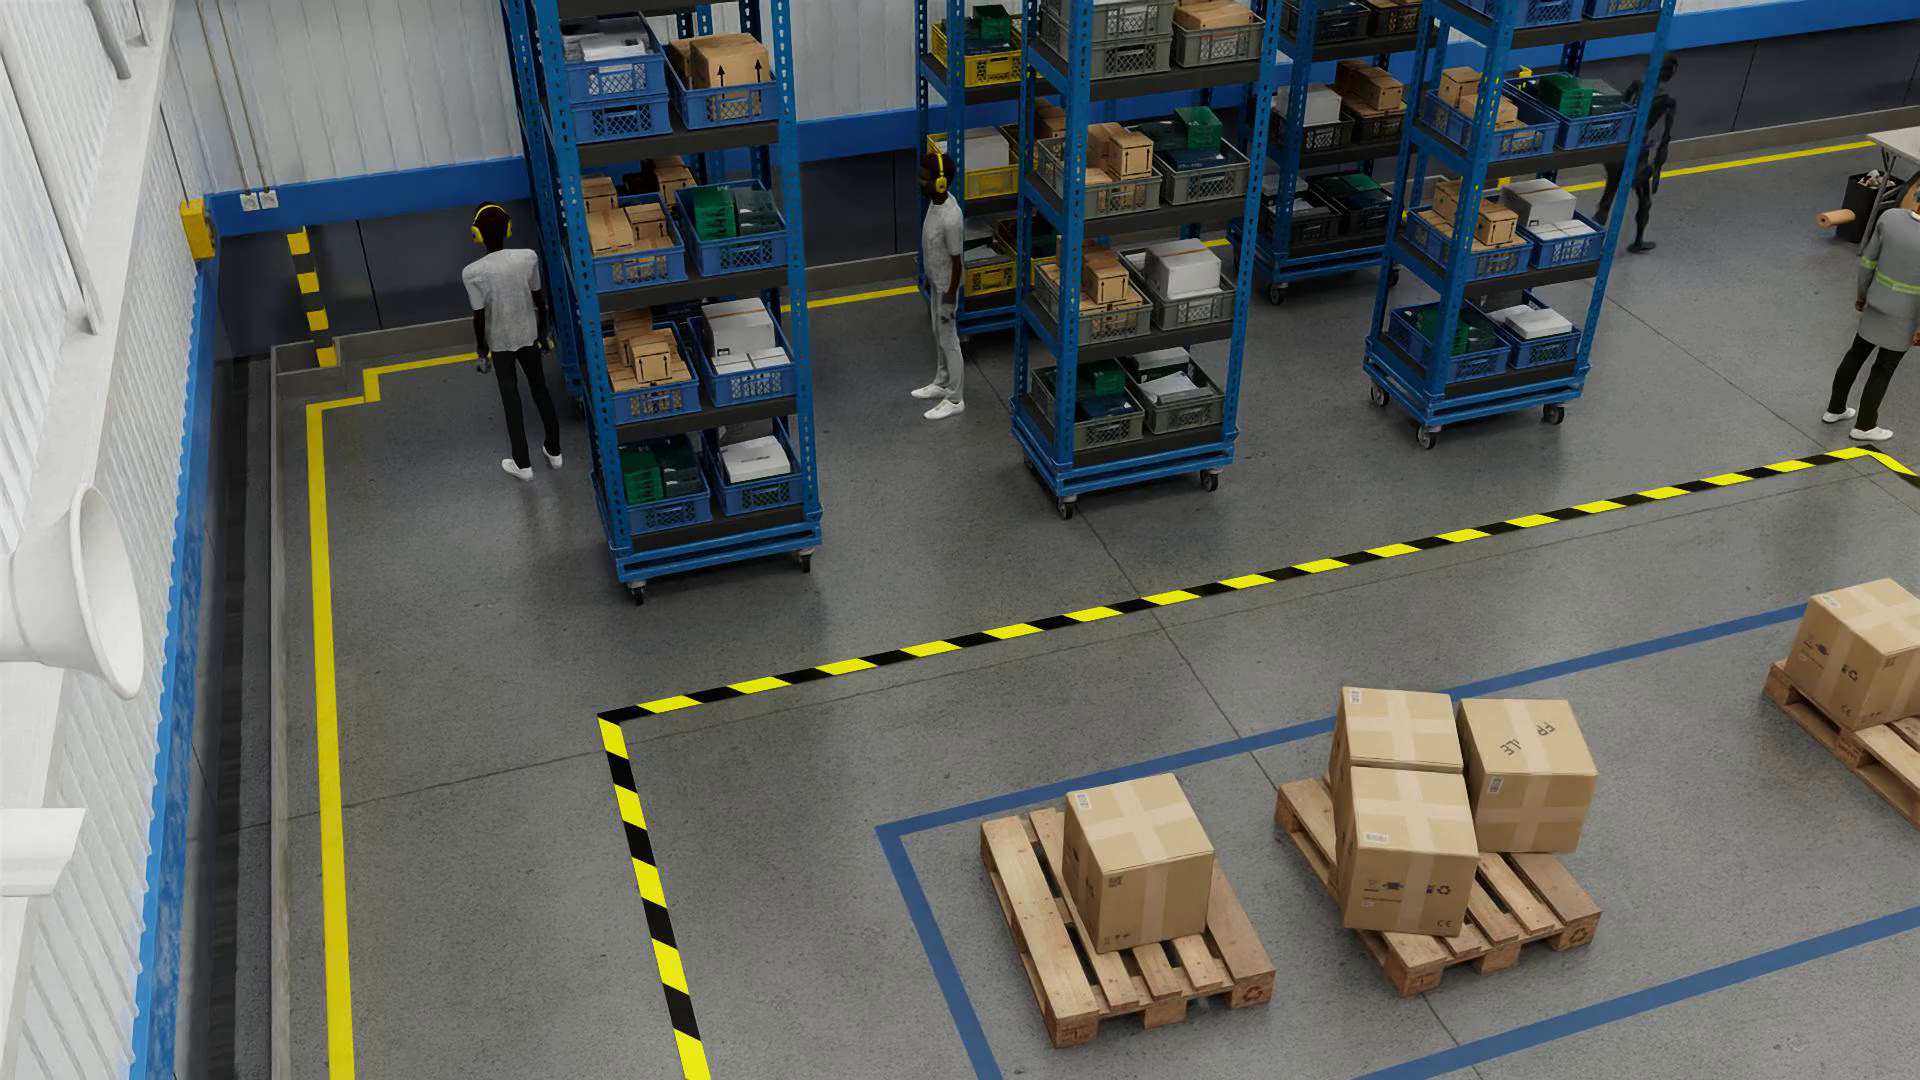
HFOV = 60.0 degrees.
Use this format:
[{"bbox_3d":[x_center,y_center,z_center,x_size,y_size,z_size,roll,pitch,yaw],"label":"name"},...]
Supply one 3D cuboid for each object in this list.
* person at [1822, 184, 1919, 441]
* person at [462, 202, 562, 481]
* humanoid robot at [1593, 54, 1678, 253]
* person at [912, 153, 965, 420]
[{"bbox_3d":[6.103,-1.517,10.832,0.381,1.851,0.597,-12,37,-17],"label":"person"},{"bbox_3d":[-2.805,-1.238,10.422,0.505,1.872,0.329,-25,42,-30],"label":"person"},{"bbox_3d":[5.364,-3.054,13.181,0.633,1.634,0.609,-15,38,-20],"label":"humanoid robot"},{"bbox_3d":[-0.135,-1.682,11.050,0.330,1.873,0.515,-8,36,-11],"label":"person"}]
